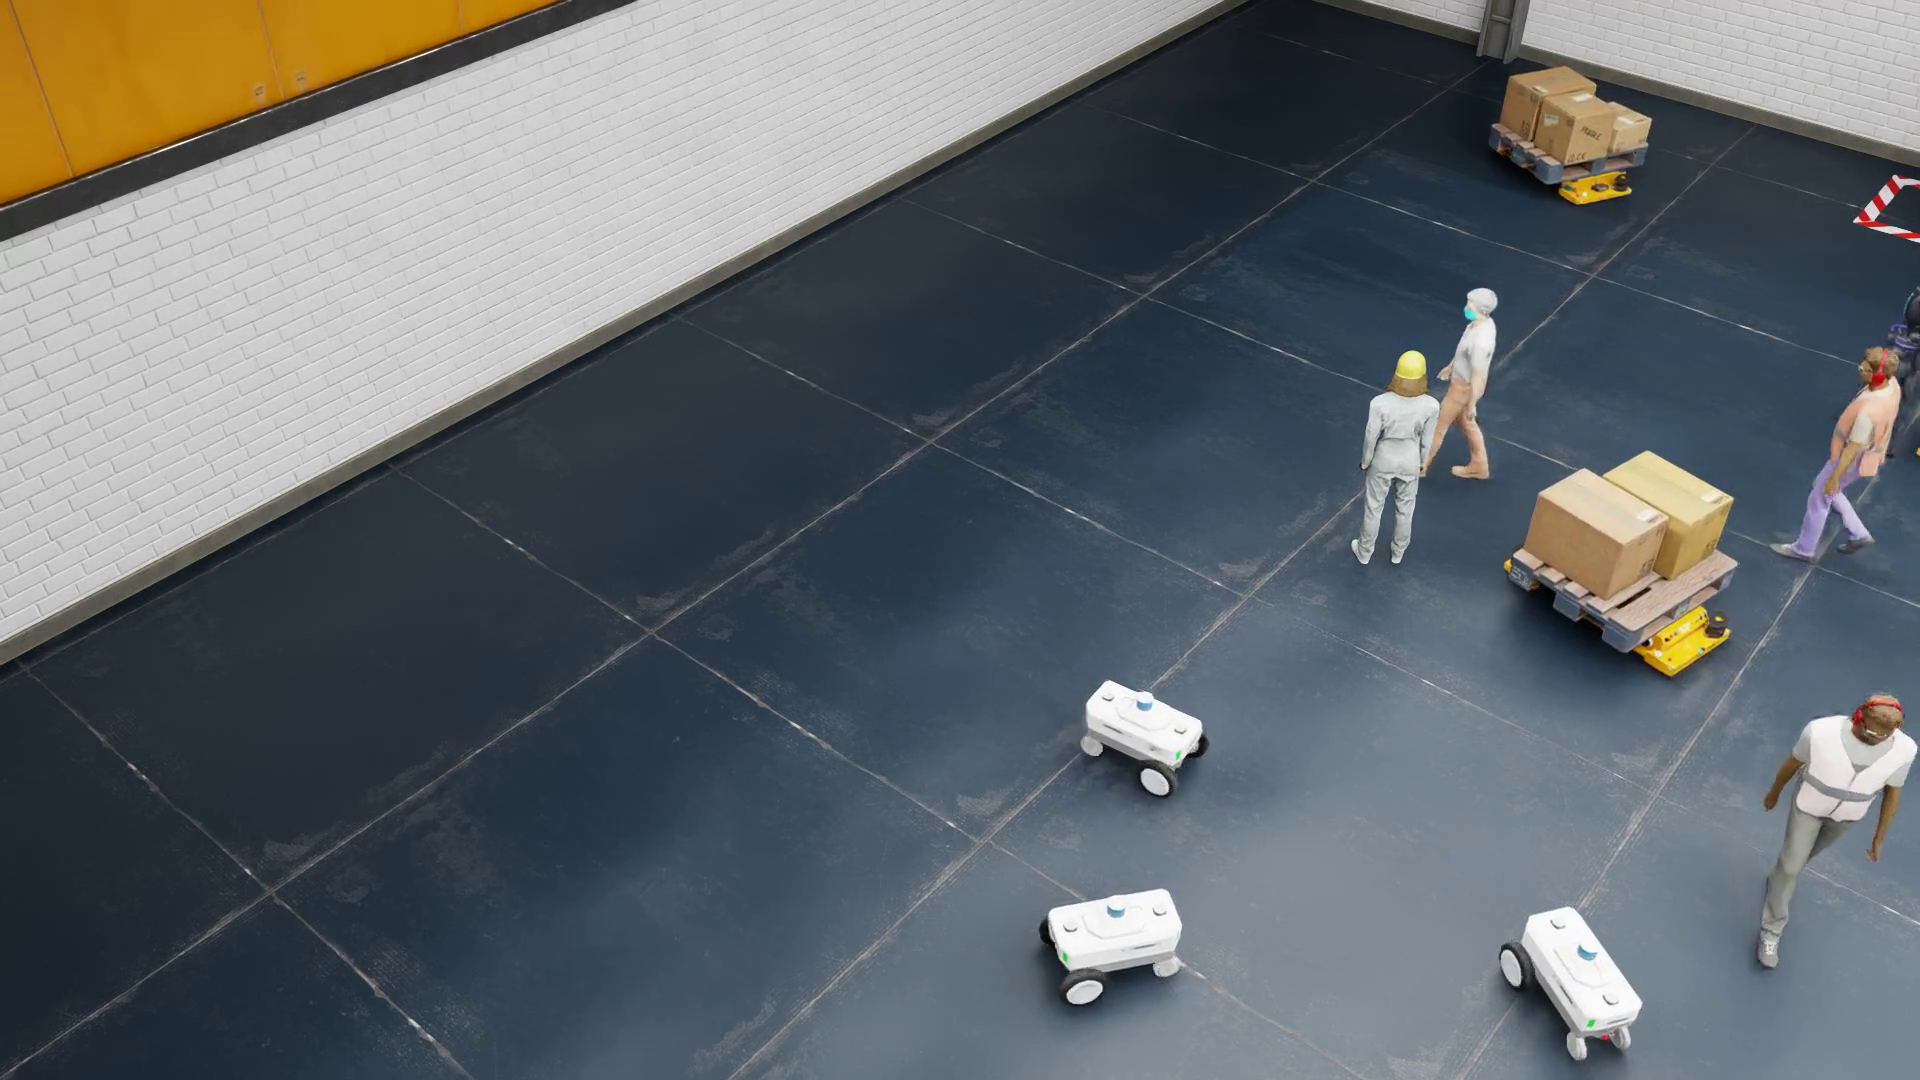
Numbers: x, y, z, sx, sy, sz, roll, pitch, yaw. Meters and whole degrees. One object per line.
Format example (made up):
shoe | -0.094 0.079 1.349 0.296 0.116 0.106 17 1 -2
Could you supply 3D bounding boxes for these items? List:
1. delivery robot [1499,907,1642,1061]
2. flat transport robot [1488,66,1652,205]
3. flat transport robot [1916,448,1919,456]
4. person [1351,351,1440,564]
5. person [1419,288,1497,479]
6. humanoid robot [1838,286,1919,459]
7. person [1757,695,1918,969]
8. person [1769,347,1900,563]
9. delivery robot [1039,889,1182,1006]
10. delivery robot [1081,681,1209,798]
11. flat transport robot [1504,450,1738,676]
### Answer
delivery robot | 3.366 2.381 9.100 0.499 0.591 0.768 -10 40 -12
flat transport robot | 6.177 -3.869 17.088 0.659 0.231 1.431 -14 41 -17
flat transport robot | 8.260 -0.462 12.860 0.659 0.231 1.431 -20 43 -23
person | 3.085 -0.575 11.828 0.485 1.739 0.310 2 39 3
person | 3.803 -1.178 12.604 0.755 1.716 0.490 11 40 14
humanoid robot | 7.365 -1.456 12.991 0.435 1.642 0.613 9 40 11
person | 4.771 1.564 9.113 0.564 1.810 0.820 7 39 8
person | 6.304 -0.553 11.735 0.530 1.819 0.564 26 46 29
delivery robot | 0.856 2.210 9.296 0.750 0.570 0.499 -8 40 -10
delivery robot | 1.176 1.225 10.547 0.796 0.606 0.499 23 44 26
flat transport robot | 4.650 0.388 11.804 0.659 0.231 1.431 -25 45 -27
